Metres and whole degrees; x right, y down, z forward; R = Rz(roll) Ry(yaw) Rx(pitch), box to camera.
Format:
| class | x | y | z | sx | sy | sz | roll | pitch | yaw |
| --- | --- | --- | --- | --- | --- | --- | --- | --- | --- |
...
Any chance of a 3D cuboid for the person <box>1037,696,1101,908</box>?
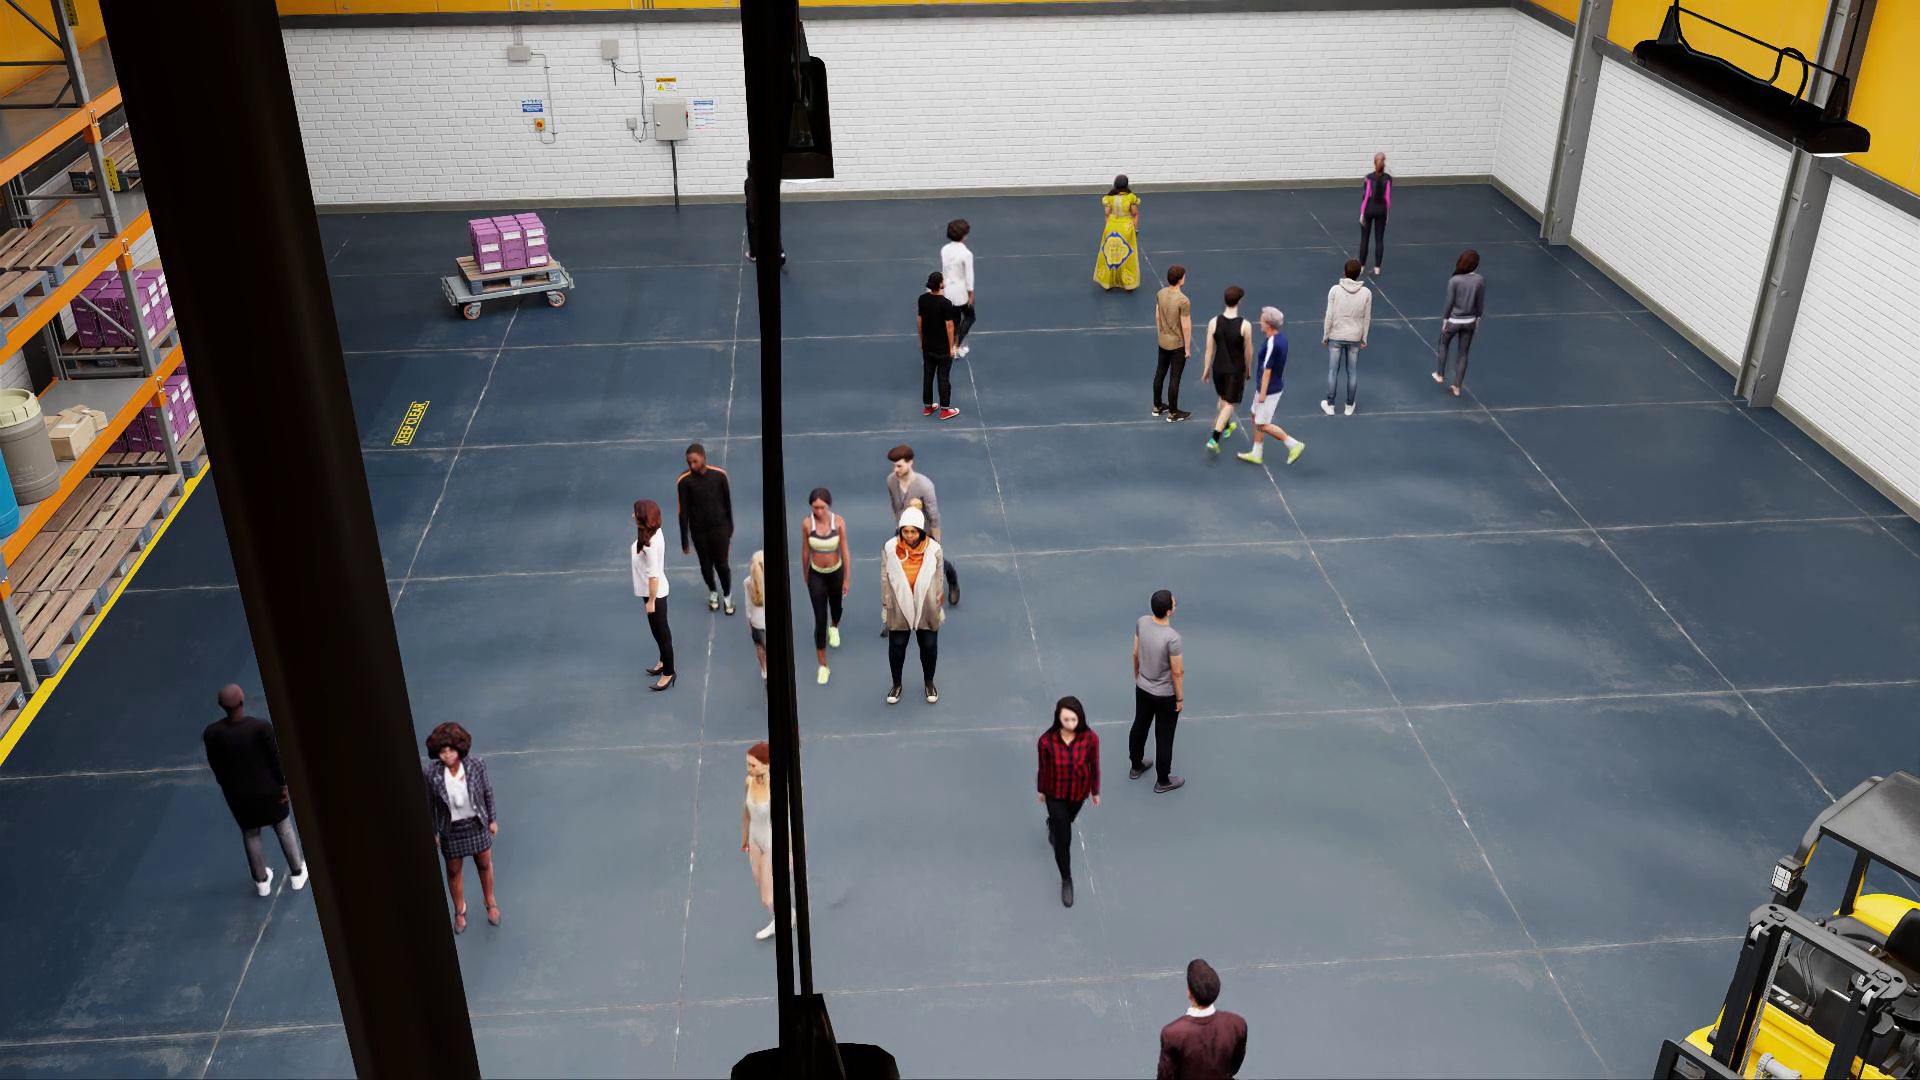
| class | x | y | z | sx | sy | sz | roll | pitch | yaw |
| --- | --- | --- | --- | --- | --- | --- | --- | --- | --- |
| person | 0.746 | 1.760 | 11.989 | 0.632 | 1.622 | 1.053 | -5 | 29 | -9 |

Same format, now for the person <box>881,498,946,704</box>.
| class | x | y | z | sx | sy | sz | roll | pitch | yaw |
| --- | --- | --- | --- | --- | --- | --- | --- | --- | --- |
| person | -0.387 | 0.512 | 13.994 | 0.701 | 1.892 | 0.658 | -1 | 29 | -2 |

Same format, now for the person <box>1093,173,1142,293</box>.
| class | x | y | z | sx | sy | sz | roll | pitch | yaw |
| --- | --- | --- | --- | --- | --- | --- | --- | --- | --- |
| person | 2.216 | -4.254 | 22.974 | 0.964 | 1.659 | 0.933 | 8 | 30 | 14 |

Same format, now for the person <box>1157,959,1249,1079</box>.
| class | x | y | z | sx | sy | sz | roll | pitch | yaw |
| --- | --- | --- | --- | --- | --- | --- | --- | --- | --- |
| person | 1.354 | 3.169 | 9.203 | 0.672 | 1.816 | 1.154 | -2 | 29 | -4 |

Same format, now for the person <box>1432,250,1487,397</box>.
| class | x | y | z | sx | sy | sz | roll | pitch | yaw |
| --- | --- | --- | --- | --- | --- | --- | --- | --- | --- |
| person | 5.973 | -2.559 | 19.772 | 0.678 | 1.750 | 0.842 | 0 | 29 | 1 |

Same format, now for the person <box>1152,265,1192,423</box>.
| class | x | y | z | sx | sy | sz | roll | pitch | yaw |
| --- | --- | --- | --- | --- | --- | --- | --- | --- | --- |
| person | 2.437 | -2.277 | 19.148 | 0.808 | 1.852 | 0.704 | -21 | 35 | -34 |

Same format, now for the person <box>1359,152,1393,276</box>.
| class | x | y | z | sx | sy | sz | roll | pitch | yaw |
| --- | --- | --- | --- | --- | --- | --- | --- | --- | --- |
| person | 5.871 | -4.629 | 23.568 | 0.591 | 1.749 | 0.580 | 2 | 29 | 3 |

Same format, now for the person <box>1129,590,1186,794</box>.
| class | x | y | z | sx | sy | sz | roll | pitch | yaw |
| --- | --- | --- | --- | --- | --- | --- | --- | --- | --- |
| person | 1.539 | 1.152 | 12.964 | 0.765 | 1.755 | 0.679 | -24 | 37 | -37 |

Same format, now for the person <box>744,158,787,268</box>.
| class | x | y | z | sx | sy | sz | roll | pitch | yaw |
| --- | --- | --- | --- | --- | --- | --- | --- | --- | --- |
| person | -2.798 | -4.670 | 23.817 | 1.000 | 1.584 | 1.158 | -21 | 35 | -33 |

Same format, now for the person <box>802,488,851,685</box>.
| class | x | y | z | sx | sy | sz | roll | pitch | yaw |
| --- | --- | --- | --- | --- | --- | --- | --- | --- | --- |
| person | -1.149 | 0.296 | 14.581 | 0.553 | 1.709 | 1.117 | -2 | 29 | -4 |

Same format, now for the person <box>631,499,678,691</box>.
| class | x | y | z | sx | sy | sz | roll | pitch | yaw |
| --- | --- | --- | --- | --- | --- | --- | --- | --- | --- |
| person | -2.601 | 0.454 | 14.202 | 0.697 | 1.795 | 0.493 | -6 | 29 | -11 |

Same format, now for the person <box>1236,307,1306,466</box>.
| class | x | y | z | sx | sy | sz | roll | pitch | yaw |
| --- | --- | --- | --- | --- | --- | --- | --- | --- | --- |
| person | 3.417 | -1.613 | 17.976 | 0.939 | 1.810 | 1.017 | 8 | 30 | 15 |

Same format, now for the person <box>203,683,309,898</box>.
| class | x | y | z | sx | sy | sz | roll | pitch | yaw |
| --- | --- | --- | --- | --- | --- | --- | --- | --- | --- |
| person | -5.027 | 1.793 | 11.785 | 0.681 | 1.760 | 0.617 | -6 | 29 | -11 |

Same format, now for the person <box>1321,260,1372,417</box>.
| class | x | y | z | sx | sy | sz | roll | pitch | yaw |
| --- | --- | --- | --- | --- | --- | --- | --- | --- | --- |
| person | 4.461 | -2.351 | 19.286 | 0.698 | 1.851 | 0.598 | 1 | 29 | 2 |

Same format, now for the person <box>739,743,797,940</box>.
| class | x | y | z | sx | sy | sz | roll | pitch | yaw |
| --- | --- | --- | --- | --- | --- | --- | --- | --- | --- |
| person | -1.255 | 2.060 | 11.428 | 0.675 | 1.632 | 0.737 | 22 | 36 | 35 |

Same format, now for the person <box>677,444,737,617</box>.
| class | x | y | z | sx | sy | sz | roll | pitch | yaw |
| --- | --- | --- | --- | --- | --- | --- | --- | --- | --- |
| person | -2.294 | -0.133 | 15.300 | 0.660 | 1.774 | 0.723 | -9 | 30 | -17 |

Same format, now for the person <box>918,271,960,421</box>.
| class | x | y | z | sx | sy | sz | roll | pitch | yaw |
| --- | --- | --- | --- | --- | --- | --- | --- | --- | --- |
| person | -0.272 | -2.255 | 19.206 | 0.718 | 1.758 | 0.761 | 18 | 33 | 29 |

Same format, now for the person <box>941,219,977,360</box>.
| class | x | y | z | sx | sy | sz | roll | pitch | yaw |
| --- | --- | --- | --- | --- | --- | --- | --- | --- | --- |
| person | -0.074 | -3.082 | 20.680 | 0.821 | 1.799 | 0.883 | 20 | 34 | 32 |

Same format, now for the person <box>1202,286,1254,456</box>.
| class | x | y | z | sx | sy | sz | roll | pitch | yaw |
| --- | --- | --- | --- | --- | --- | --- | --- | --- | --- |
| person | 2.945 | -1.837 | 18.336 | 1.114 | 1.858 | 1.273 | 17 | 33 | 28 |

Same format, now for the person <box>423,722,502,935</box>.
| class | x | y | z | sx | sy | sz | roll | pitch | yaw |
| --- | --- | --- | --- | --- | --- | --- | --- | --- | --- |
| person | -3.430 | 1.984 | 11.494 | 0.675 | 1.702 | 0.621 | -10 | 30 | -17 |

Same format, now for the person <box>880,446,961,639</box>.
| class | x | y | z | sx | sy | sz | roll | pitch | yaw |
| --- | --- | --- | --- | --- | --- | --- | --- | --- | --- |
| person | -0.336 | -0.068 | 15.115 | 1.243 | 1.837 | 1.421 | 15 | 32 | 25 |
